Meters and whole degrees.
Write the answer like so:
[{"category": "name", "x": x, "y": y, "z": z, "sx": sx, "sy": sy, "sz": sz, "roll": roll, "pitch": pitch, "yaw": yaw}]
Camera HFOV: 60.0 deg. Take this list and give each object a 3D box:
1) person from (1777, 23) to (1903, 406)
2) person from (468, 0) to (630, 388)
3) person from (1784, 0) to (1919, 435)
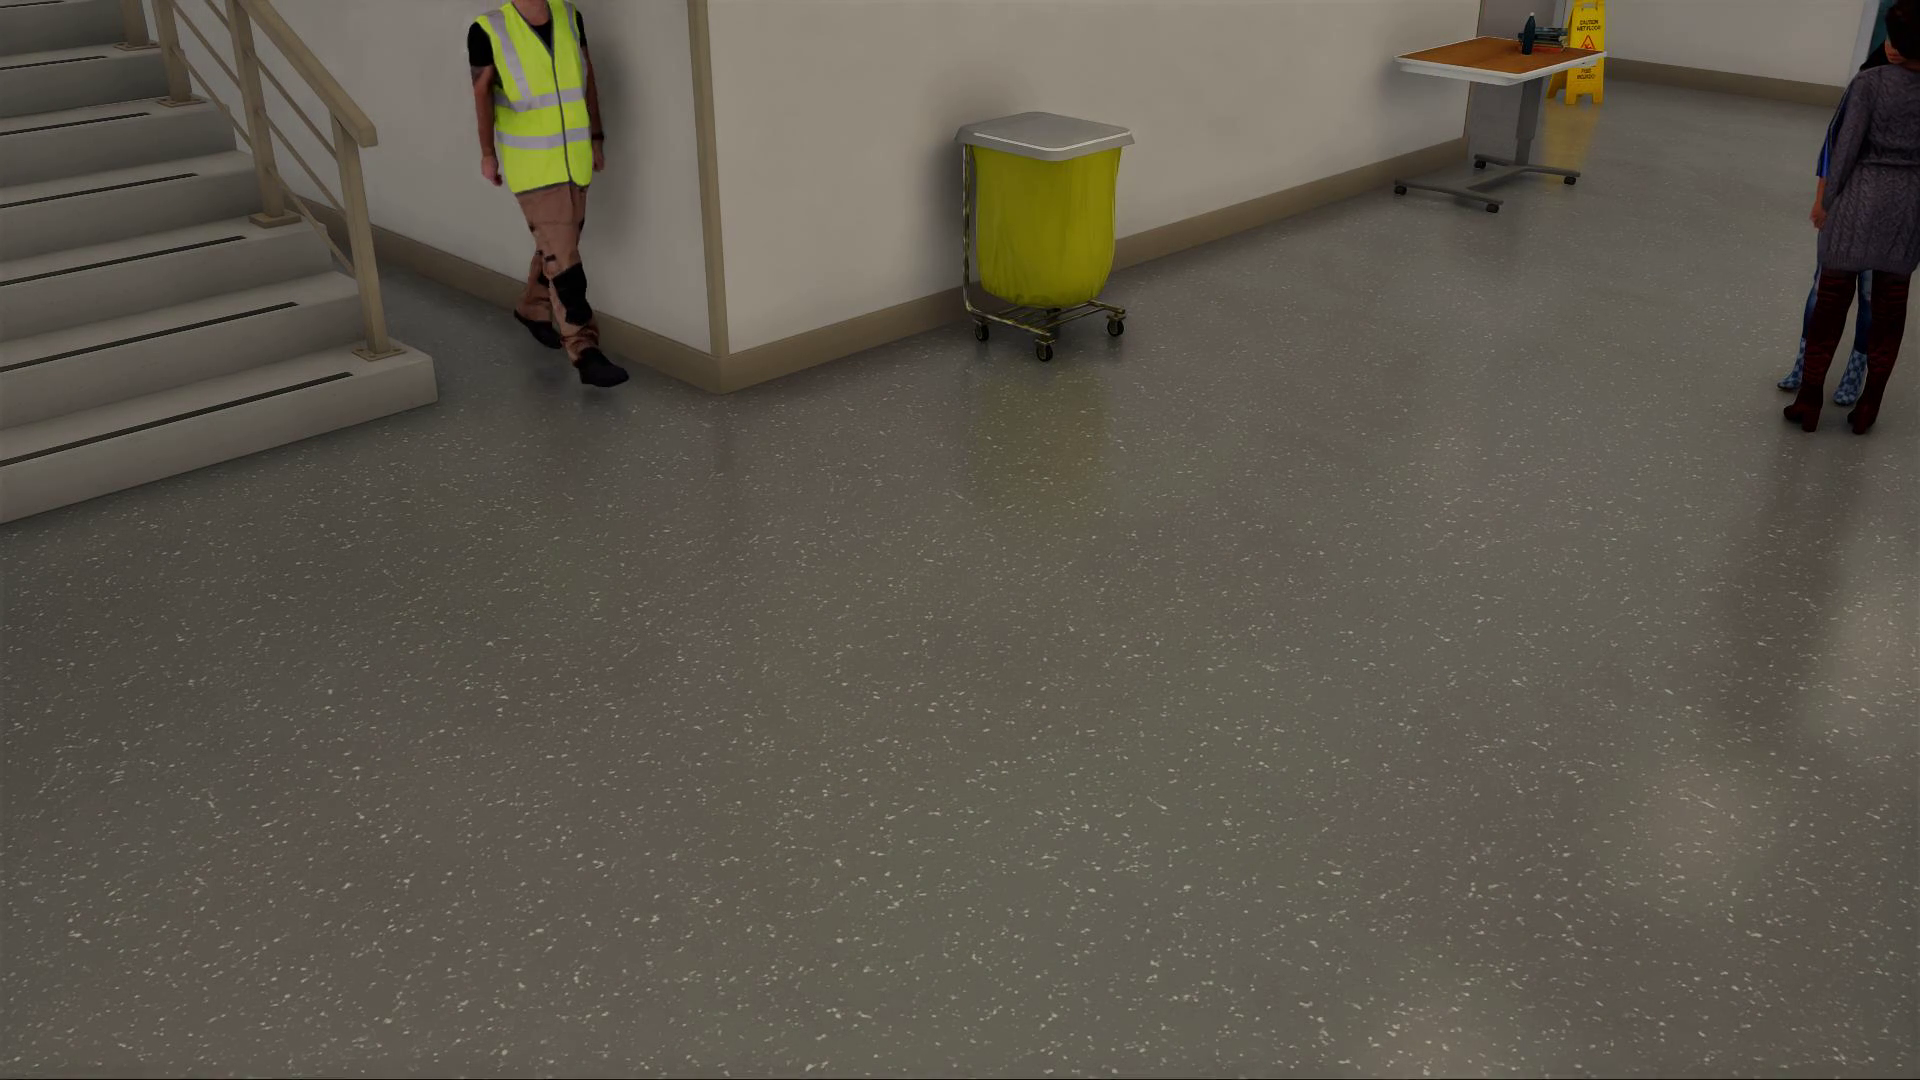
[{"category": "person", "x": 3.649, "y": -1.347, "z": 6.671, "sx": 0.670, "sy": 1.616, "sz": 0.491, "roll": -21, "pitch": 33, "yaw": -37}, {"category": "person", "x": -1.741, "y": -1.573, "z": 6.913, "sx": 1.153, "sy": 1.812, "sz": 0.736, "roll": 21, "pitch": 33, "yaw": 37}, {"category": "person", "x": 3.502, "y": -1.236, "z": 6.331, "sx": 0.626, "sy": 1.711, "sz": 0.727, "roll": 6, "pitch": 26, "yaw": 13}]
